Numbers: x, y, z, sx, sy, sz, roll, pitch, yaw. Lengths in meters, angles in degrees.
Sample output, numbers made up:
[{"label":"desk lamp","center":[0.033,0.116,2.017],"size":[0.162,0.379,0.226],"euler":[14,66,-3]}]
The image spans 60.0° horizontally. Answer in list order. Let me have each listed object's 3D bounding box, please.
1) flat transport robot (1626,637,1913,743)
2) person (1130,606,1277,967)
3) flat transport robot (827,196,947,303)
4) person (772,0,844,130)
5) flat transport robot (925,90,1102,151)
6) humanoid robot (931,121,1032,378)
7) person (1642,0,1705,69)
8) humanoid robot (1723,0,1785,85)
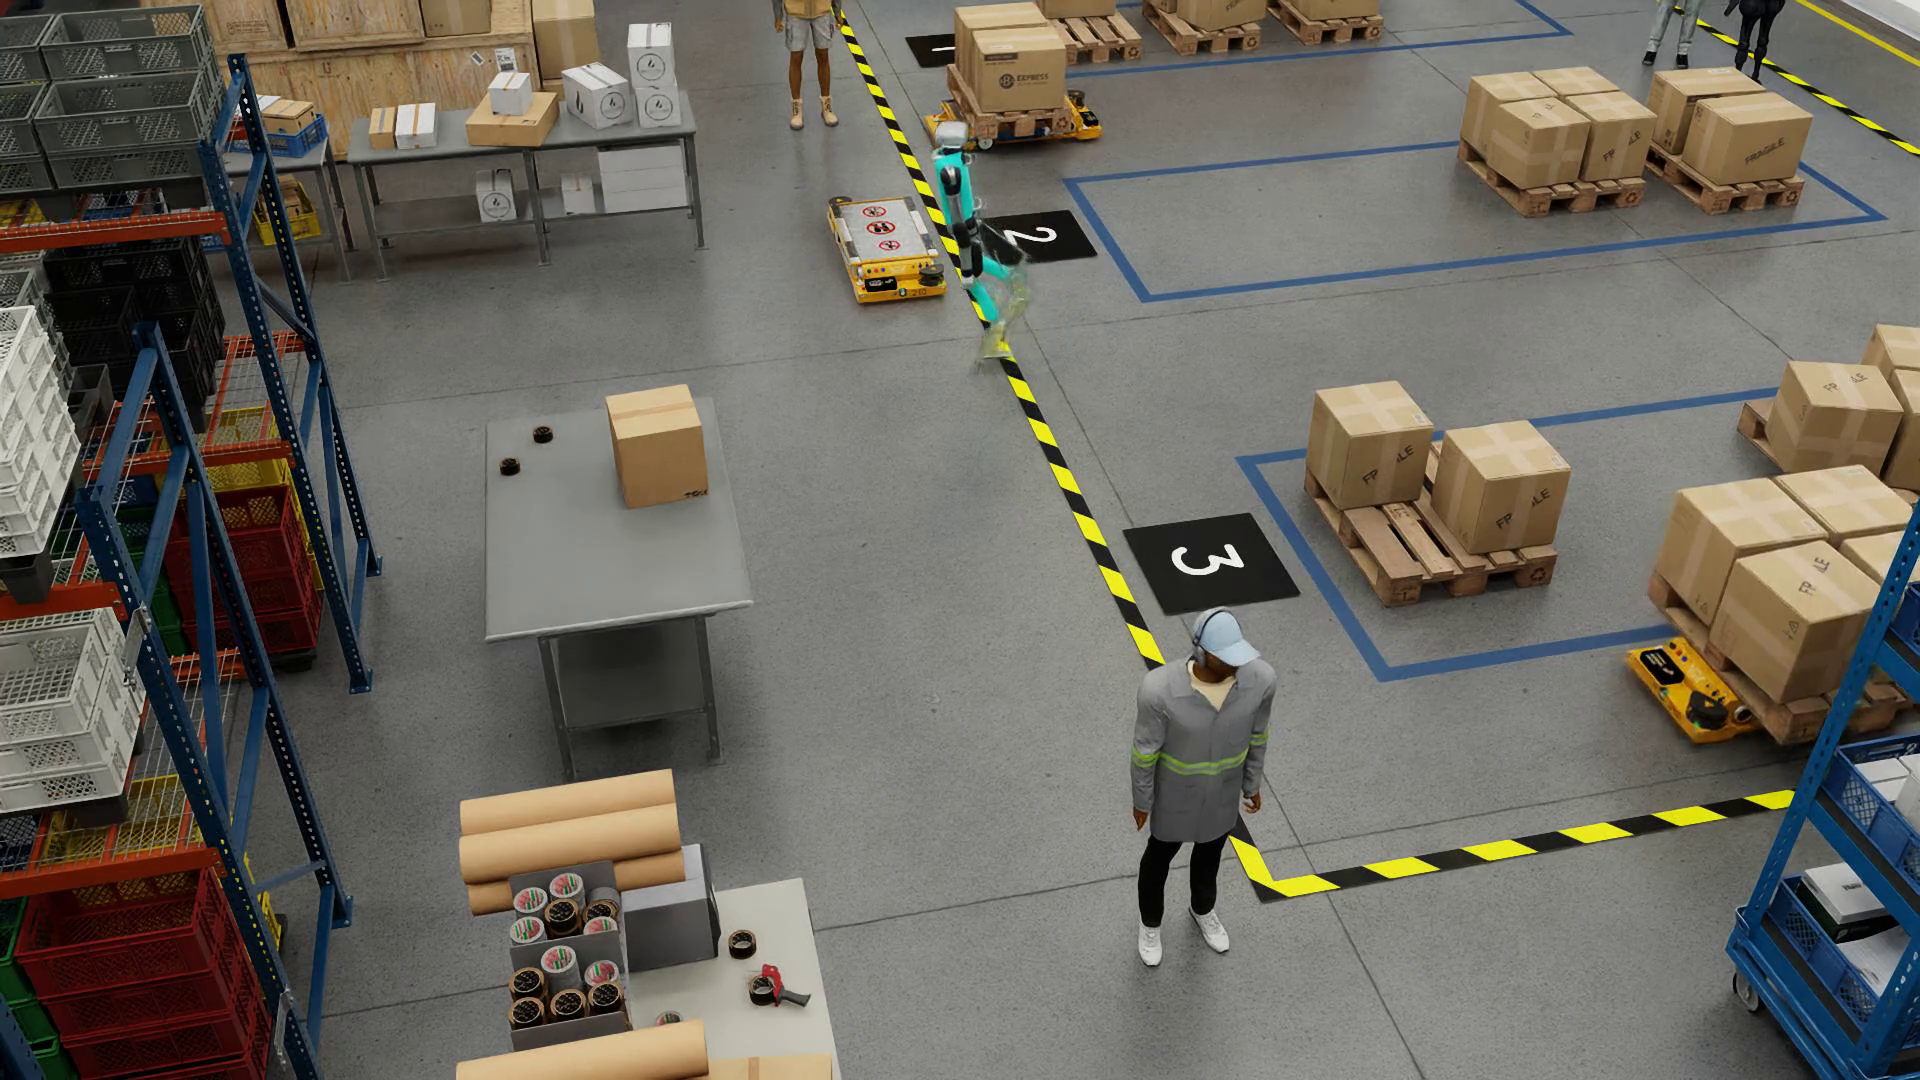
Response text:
[{"label":"flat transport robot","center":[4.300,0.663,8.639],"size":[1.431,0.197,0.652],"euler":[-8,37,-10]},{"label":"person","center":[0.981,1.020,6.856],"size":[0.590,1.852,0.364],"euler":[-8,37,-10]},{"label":"flat transport robot","center":[-0.570,-2.220,12.538],"size":[0.659,0.231,1.431],"euler":[-8,37,-10]},{"label":"person","center":[-1.290,-4.512,14.130],"size":[0.613,2.047,0.358],"euler":[-8,37,-11]},{"label":"flat transport robot","center":[0.459,-3.652,14.439],"size":[1.431,0.197,0.652],"euler":[-8,37,-10]},{"label":"humanoid robot","center":[0.209,-1.839,10.859],"size":[0.787,1.839,0.540],"euler":[-1,37,-2]},{"label":"person","center":[6.754,-5.278,15.343],"size":[0.588,1.825,0.403],"euler":[11,38,15]},{"label":"humanoid robot","center":[7.205,-4.902,14.952],"size":[0.599,1.653,0.315],"euler":[-13,39,-17]}]
